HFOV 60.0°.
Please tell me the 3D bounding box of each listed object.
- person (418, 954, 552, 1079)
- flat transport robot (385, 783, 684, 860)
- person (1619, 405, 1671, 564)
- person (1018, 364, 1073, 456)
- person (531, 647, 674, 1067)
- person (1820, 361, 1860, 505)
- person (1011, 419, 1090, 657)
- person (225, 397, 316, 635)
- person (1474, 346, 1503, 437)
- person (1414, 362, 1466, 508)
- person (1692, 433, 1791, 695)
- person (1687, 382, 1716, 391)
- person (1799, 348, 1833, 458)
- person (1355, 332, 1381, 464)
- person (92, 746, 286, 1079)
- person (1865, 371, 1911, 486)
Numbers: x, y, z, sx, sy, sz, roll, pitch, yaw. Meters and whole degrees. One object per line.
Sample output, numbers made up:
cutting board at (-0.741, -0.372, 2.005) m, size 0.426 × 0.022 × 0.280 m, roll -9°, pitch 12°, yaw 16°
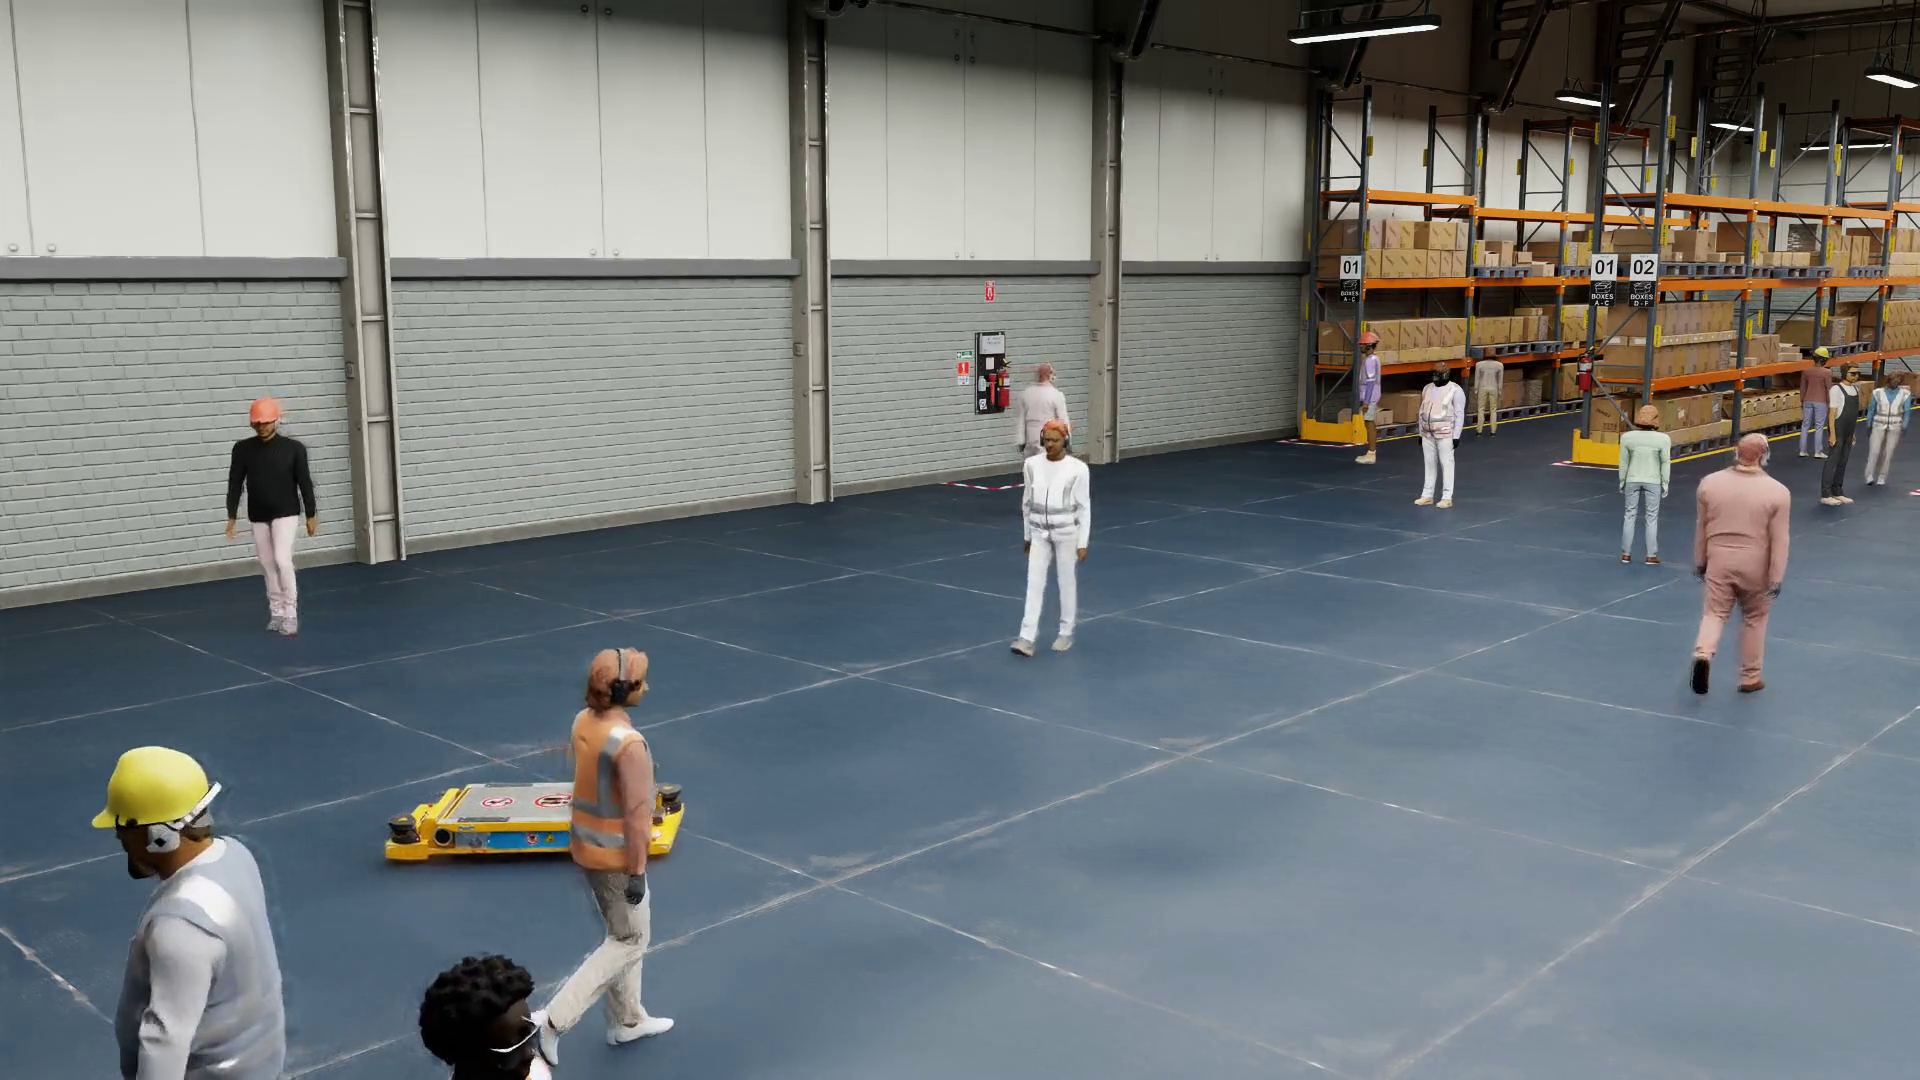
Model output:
person at (-0.898, 1.649, 3.375) m, size 0.600 × 1.674 × 0.557 m, roll 3°, pitch 10°, yaw 19°
flat transport robot at (-2.215, 1.470, 8.772) m, size 1.431 × 0.197 × 0.652 m, roll 0°, pitch 9°, yaw -2°
person at (7.007, -0.566, 17.044) m, size 0.501 × 1.633 × 0.279 m, roll 6°, pitch 11°, yaw 33°
person at (1.057, -1.228, 20.424) m, size 0.673 × 1.851 × 1.012 m, roll 8°, pitch 13°, yaw 42°
person at (-1.372, 1.207, 6.294) m, size 0.594 × 1.619 × 0.533 m, roll -7°, pitch 12°, yaw -36°
person at (11.283, -1.365, 21.271) m, size 0.516 × 1.843 × 0.325 m, roll -6°, pitch 11°, yaw -32°
person at (0.707, -0.006, 12.942) m, size 0.606 × 1.852 × 0.802 m, roll 4°, pitch 10°, yaw 25°
person at (-5.703, -0.192, 13.730) m, size 0.632 × 1.967 × 0.663 m, roll 0°, pitch 9°, yaw 1°
person at (9.482, -2.664, 29.860) m, size 0.493 × 1.624 × 0.280 m, roll 1°, pitch 9°, yaw 8°
person at (6.061, -1.328, 21.063) m, size 0.429 × 1.840 × 0.630 m, roll -7°, pitch 11°, yaw -36°
person at (5.490, 0.182, 11.732) m, size 0.655 × 1.882 × 0.743 m, roll 8°, pitch 12°, yaw 40°
person at (13.809, -2.983, 31.015) m, size 0.361 × 1.883 × 0.574 m, roll -9°, pitch 13°, yaw -43°
person at (13.641, -2.178, 26.491) m, size 0.328 × 1.760 × 0.524 m, roll -6°, pitch 11°, yaw -31°
person at (6.301, -2.195, 25.728) m, size 0.397 × 2.043 × 0.610 m, roll 4°, pitch 10°, yaw 21°
person at (-2.014, 1.420, 4.418) m, size 0.420 × 1.812 × 0.591 m, roll -3°, pitch 10°, yaw -17°
person at (12.799, -1.520, 22.960) m, size 0.514 × 1.595 × 0.830 m, roll 4°, pitch 10°, yaw 24°
